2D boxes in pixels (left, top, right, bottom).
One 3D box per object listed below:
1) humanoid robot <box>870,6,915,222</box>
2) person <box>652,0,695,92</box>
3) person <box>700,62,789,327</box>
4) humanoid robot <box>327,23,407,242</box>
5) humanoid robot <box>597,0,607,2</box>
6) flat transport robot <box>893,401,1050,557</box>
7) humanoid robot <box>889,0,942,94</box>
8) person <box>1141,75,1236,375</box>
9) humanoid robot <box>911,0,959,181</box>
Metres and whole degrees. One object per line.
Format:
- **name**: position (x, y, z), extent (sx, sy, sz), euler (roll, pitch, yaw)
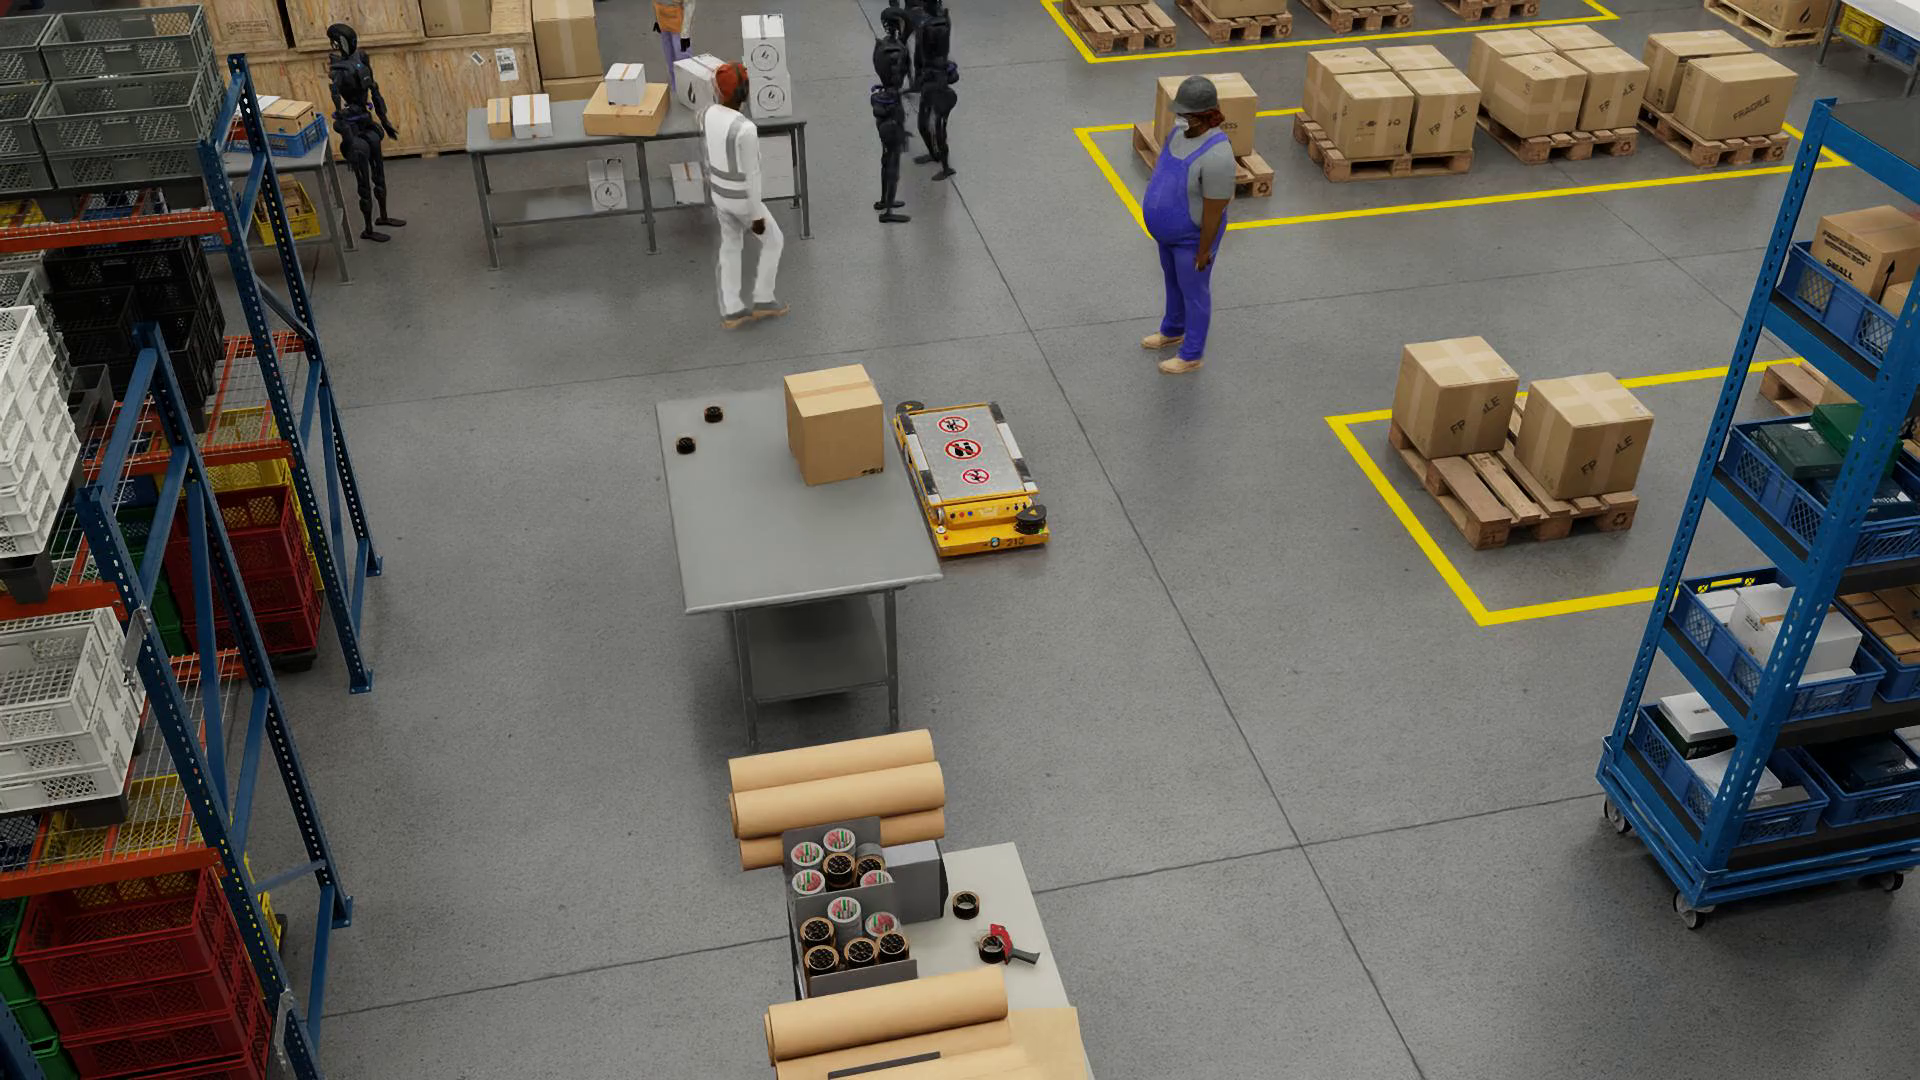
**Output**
- **humanoid robot**: position (-0.516, -3.272, 12.771), extent (0.326, 1.650, 0.597), euler (-5, 37, -6)
- **person**: position (-2.433, -4.377, 14.052), extent (0.377, 1.922, 0.584), euler (-22, 42, -27)
- **person**: position (-1.453, -2.352, 11.379), extent (0.617, 1.859, 0.620), euler (-29, 45, -33)
- **humanoid robot**: position (-4.478, -3.072, 12.500), extent (0.328, 1.652, 0.564), euler (7, 37, 10)
- **humanoid robot**: position (-3.662, -6.255, 16.776), extent (0.379, 1.655, 0.611), euler (-14, 39, -18)
- **flat transport robot**: position (0.046, -0.430, 10.108), extent (0.652, 0.197, 1.431), euler (-8, 37, -10)
- **humanoid robot**: position (-0.358, -4.754, 14.779), extent (0.598, 1.625, 0.489), euler (-26, 44, -31)
- **person**: position (1.451, -2.058, 10.837), extent (0.535, 2.000, 0.681), euler (-10, 38, -13)
- **humanoid robot**: position (-0.221, -3.658, 13.305), extent (0.429, 1.634, 0.642), euler (-19, 41, -23)
